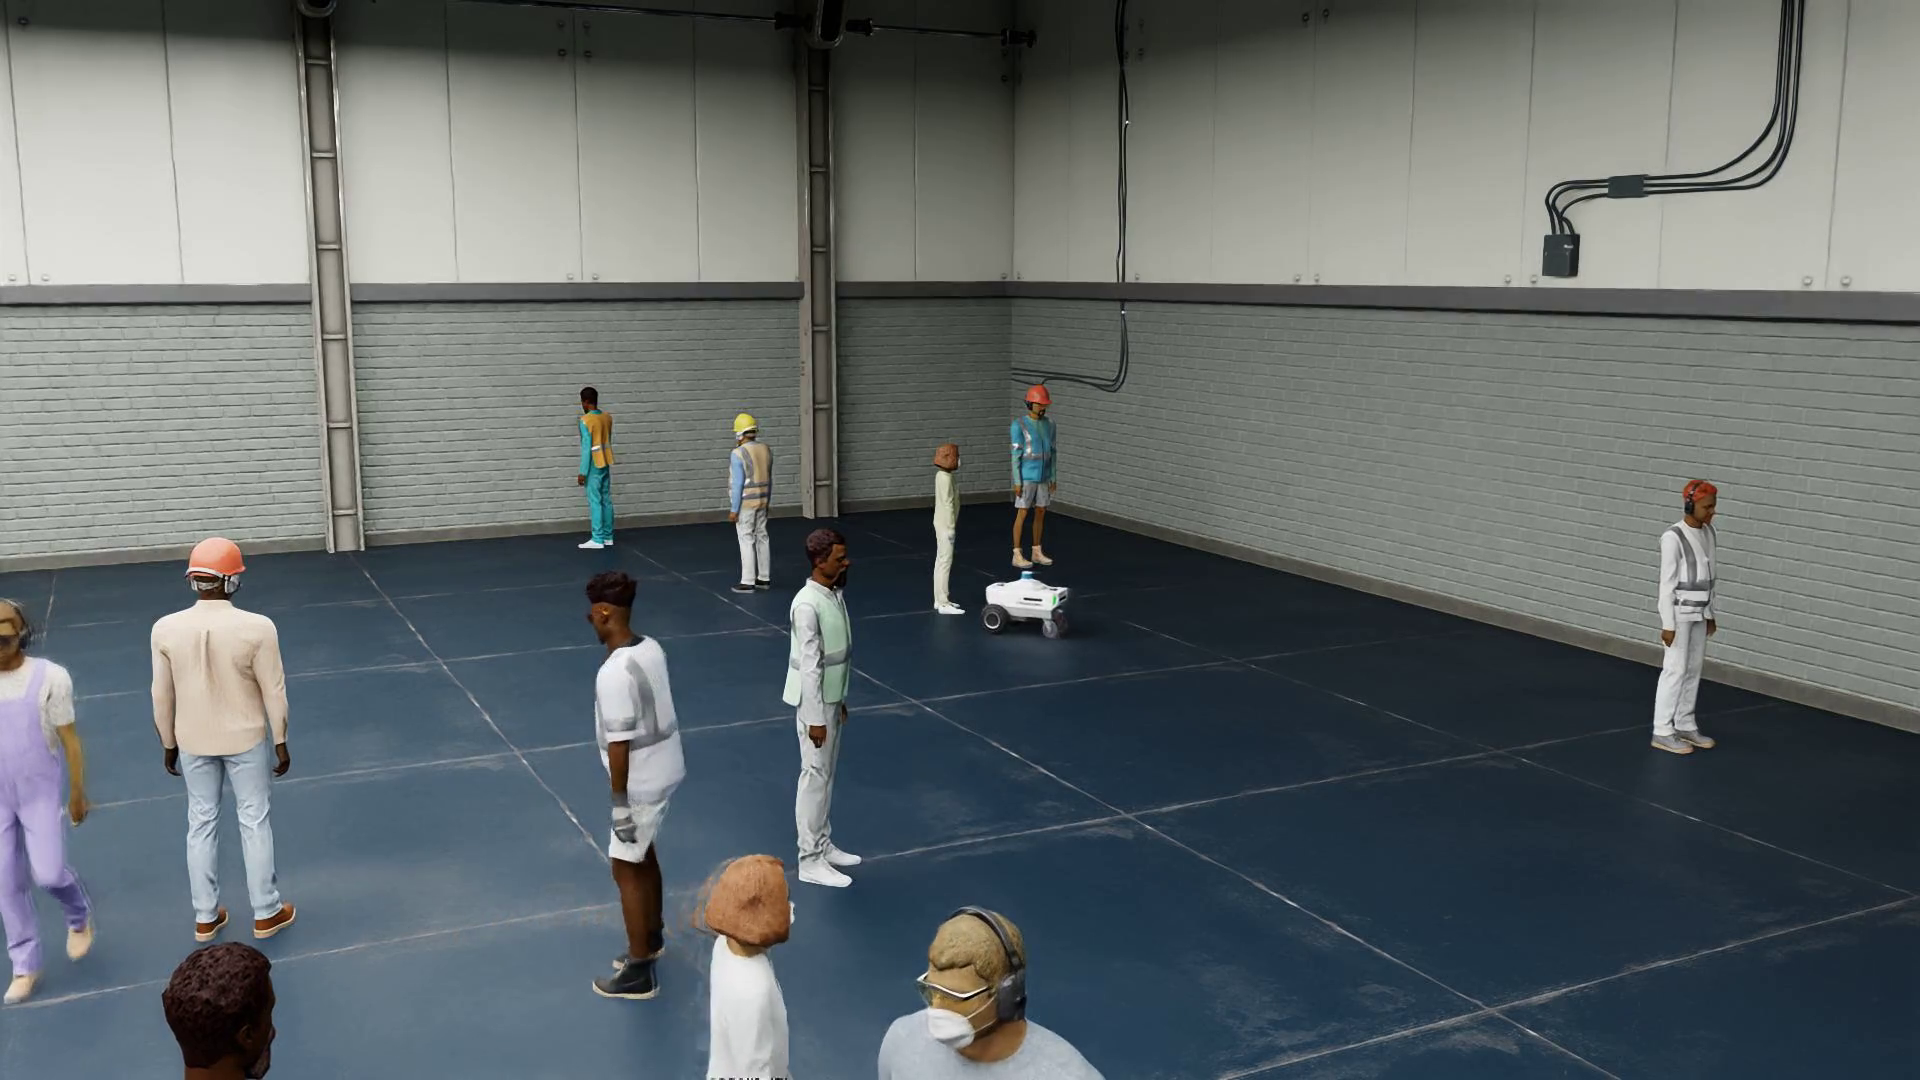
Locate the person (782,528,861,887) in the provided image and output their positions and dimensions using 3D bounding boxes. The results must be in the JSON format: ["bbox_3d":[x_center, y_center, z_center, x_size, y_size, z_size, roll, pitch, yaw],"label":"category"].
[{"bbox_3d":[-0.746,0.882,8.966,0.392,1.920,0.587,1,9,7],"label":"person"}]

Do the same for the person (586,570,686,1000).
[{"bbox_3d":[-1.496,1.095,7.623,0.451,1.936,0.641,1,9,5],"label":"person"}]

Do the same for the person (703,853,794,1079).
[{"bbox_3d":[-0.691,1.701,4.900,0.746,1.609,0.509,-2,9,-11],"label":"person"}]

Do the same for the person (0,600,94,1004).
[{"bbox_3d":[-4.263,1.155,7.554,0.516,1.828,0.481,-1,9,-7],"label":"person"}]

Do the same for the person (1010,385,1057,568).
[{"bbox_3d":[0.840,-0.699,18.383,0.604,2.033,0.417,-7,12,-37],"label":"person"}]

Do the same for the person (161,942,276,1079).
[{"bbox_3d":[-1.518,1.776,3.462,0.592,1.917,0.375,2,9,12],"label":"person"}]

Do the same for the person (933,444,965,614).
[{"bbox_3d":[-0.116,-0.111,15.965,0.285,1.633,0.497,-1,9,-8],"label":"person"}]

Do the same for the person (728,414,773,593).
[{"bbox_3d":[-2.155,-0.374,16.980,0.403,1.828,0.598,6,11,32],"label":"person"}]

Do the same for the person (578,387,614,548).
[{"bbox_3d":[-4.308,-0.854,19.687,0.391,1.914,0.587,3,10,19],"label":"person"}]

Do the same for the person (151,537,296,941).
[{"bbox_3d":[-3.602,0.974,8.164,0.622,1.992,0.394,-1,9,-5],"label":"person"}]

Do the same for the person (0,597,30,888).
[{"bbox_3d":[-5.161,0.950,8.664,0.337,1.879,0.584,8,12,42],"label":"person"}]

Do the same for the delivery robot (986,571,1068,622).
[{"bbox_3d":[0.606,0.528,15.055,0.707,0.478,0.477,4,10,23],"label":"delivery robot"}]

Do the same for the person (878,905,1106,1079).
[{"bbox_3d":[0.061,1.729,3.690,0.635,1.937,0.352,7,11,35],"label":"person"}]

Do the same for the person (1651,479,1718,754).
[{"bbox_3d":[4.960,0.519,11.345,0.584,1.878,0.362,-7,12,-38],"label":"person"}]
